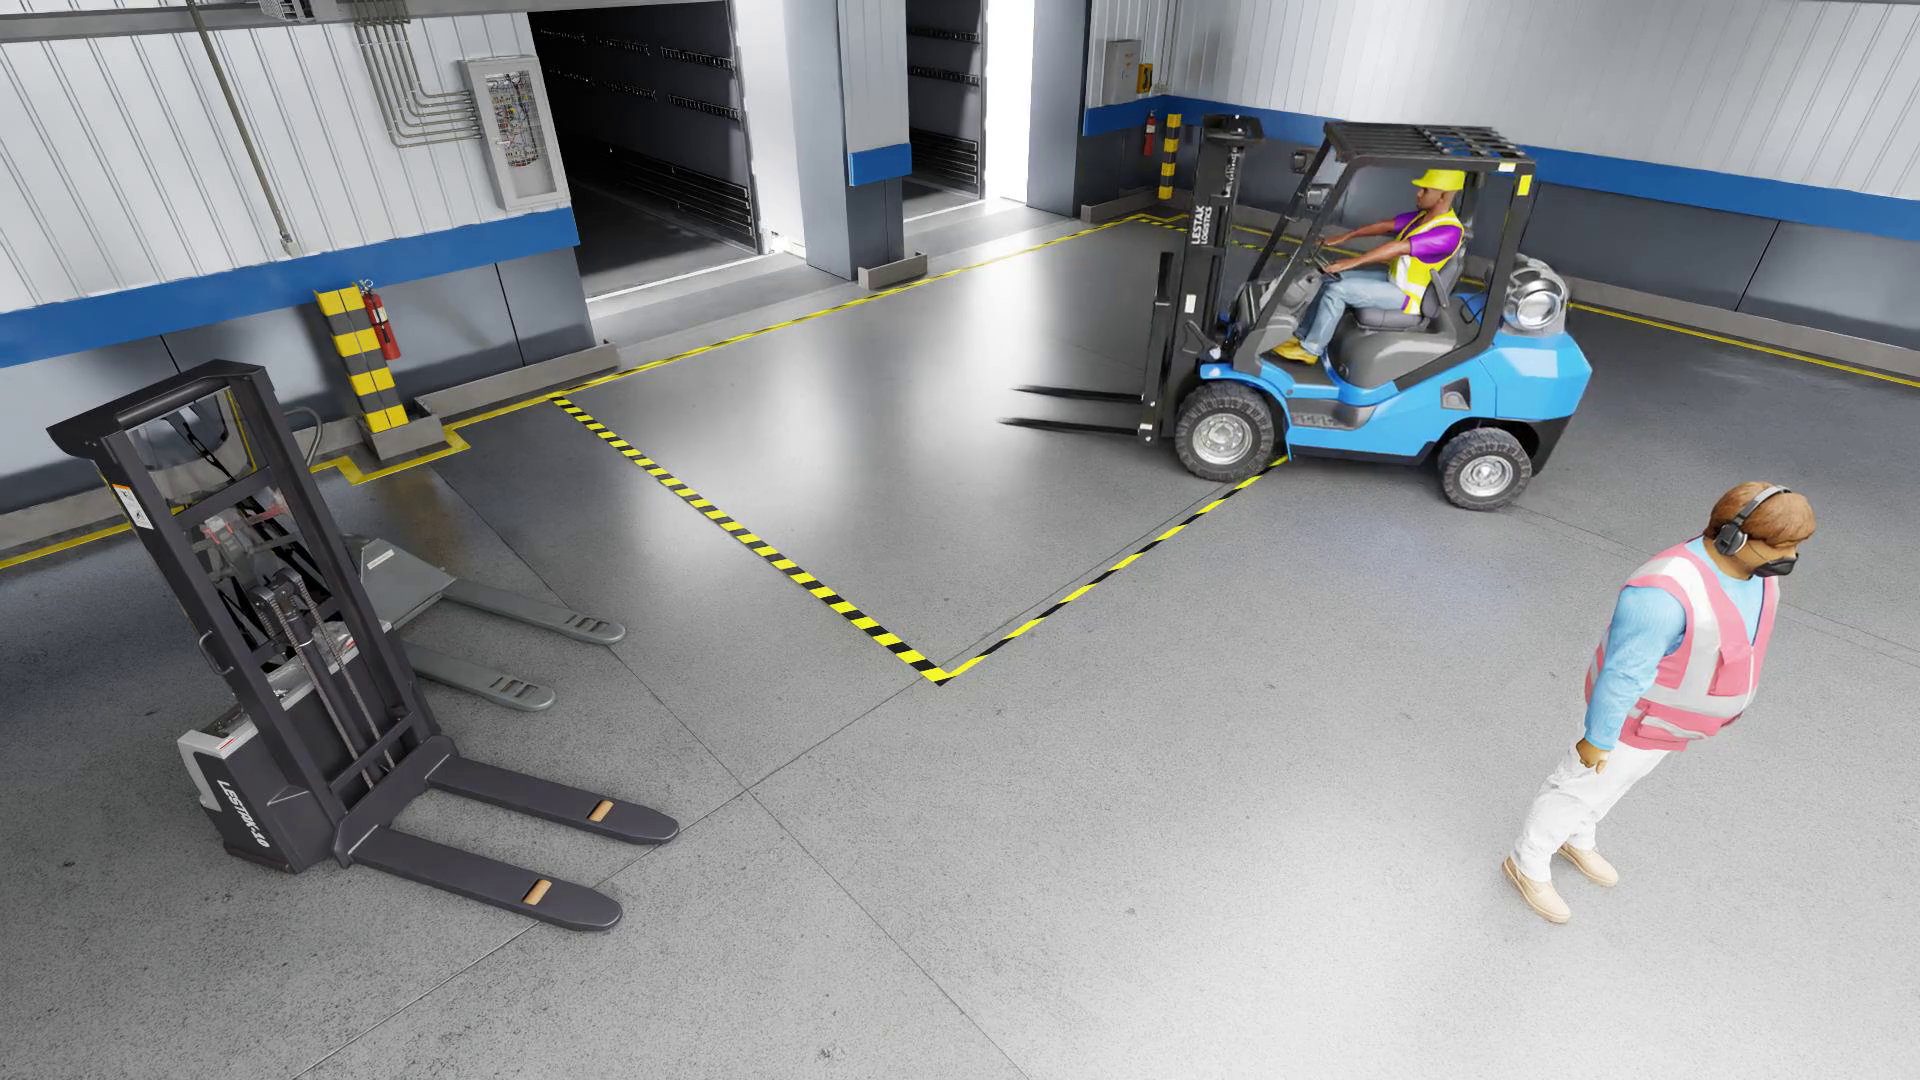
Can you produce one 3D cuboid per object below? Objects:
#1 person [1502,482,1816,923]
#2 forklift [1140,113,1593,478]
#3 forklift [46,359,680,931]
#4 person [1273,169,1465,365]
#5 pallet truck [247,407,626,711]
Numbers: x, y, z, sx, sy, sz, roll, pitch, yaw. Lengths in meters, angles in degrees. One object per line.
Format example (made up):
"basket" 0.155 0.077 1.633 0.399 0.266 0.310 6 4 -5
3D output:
"person" 2.423 0.605 3.221 0.635 1.841 0.429 -17 38 -23
"forklift" 2.665 -1.615 6.033 2.680 2.036 1.157 7 35 10
"forklift" -2.135 0.422 3.354 1.885 1.965 0.823 10 35 14
"person" 2.608 -1.781 5.945 1.004 1.293 0.635 7 35 10
"pallet truck" -2.628 0.038 4.590 1.601 1.201 0.680 12 36 18
